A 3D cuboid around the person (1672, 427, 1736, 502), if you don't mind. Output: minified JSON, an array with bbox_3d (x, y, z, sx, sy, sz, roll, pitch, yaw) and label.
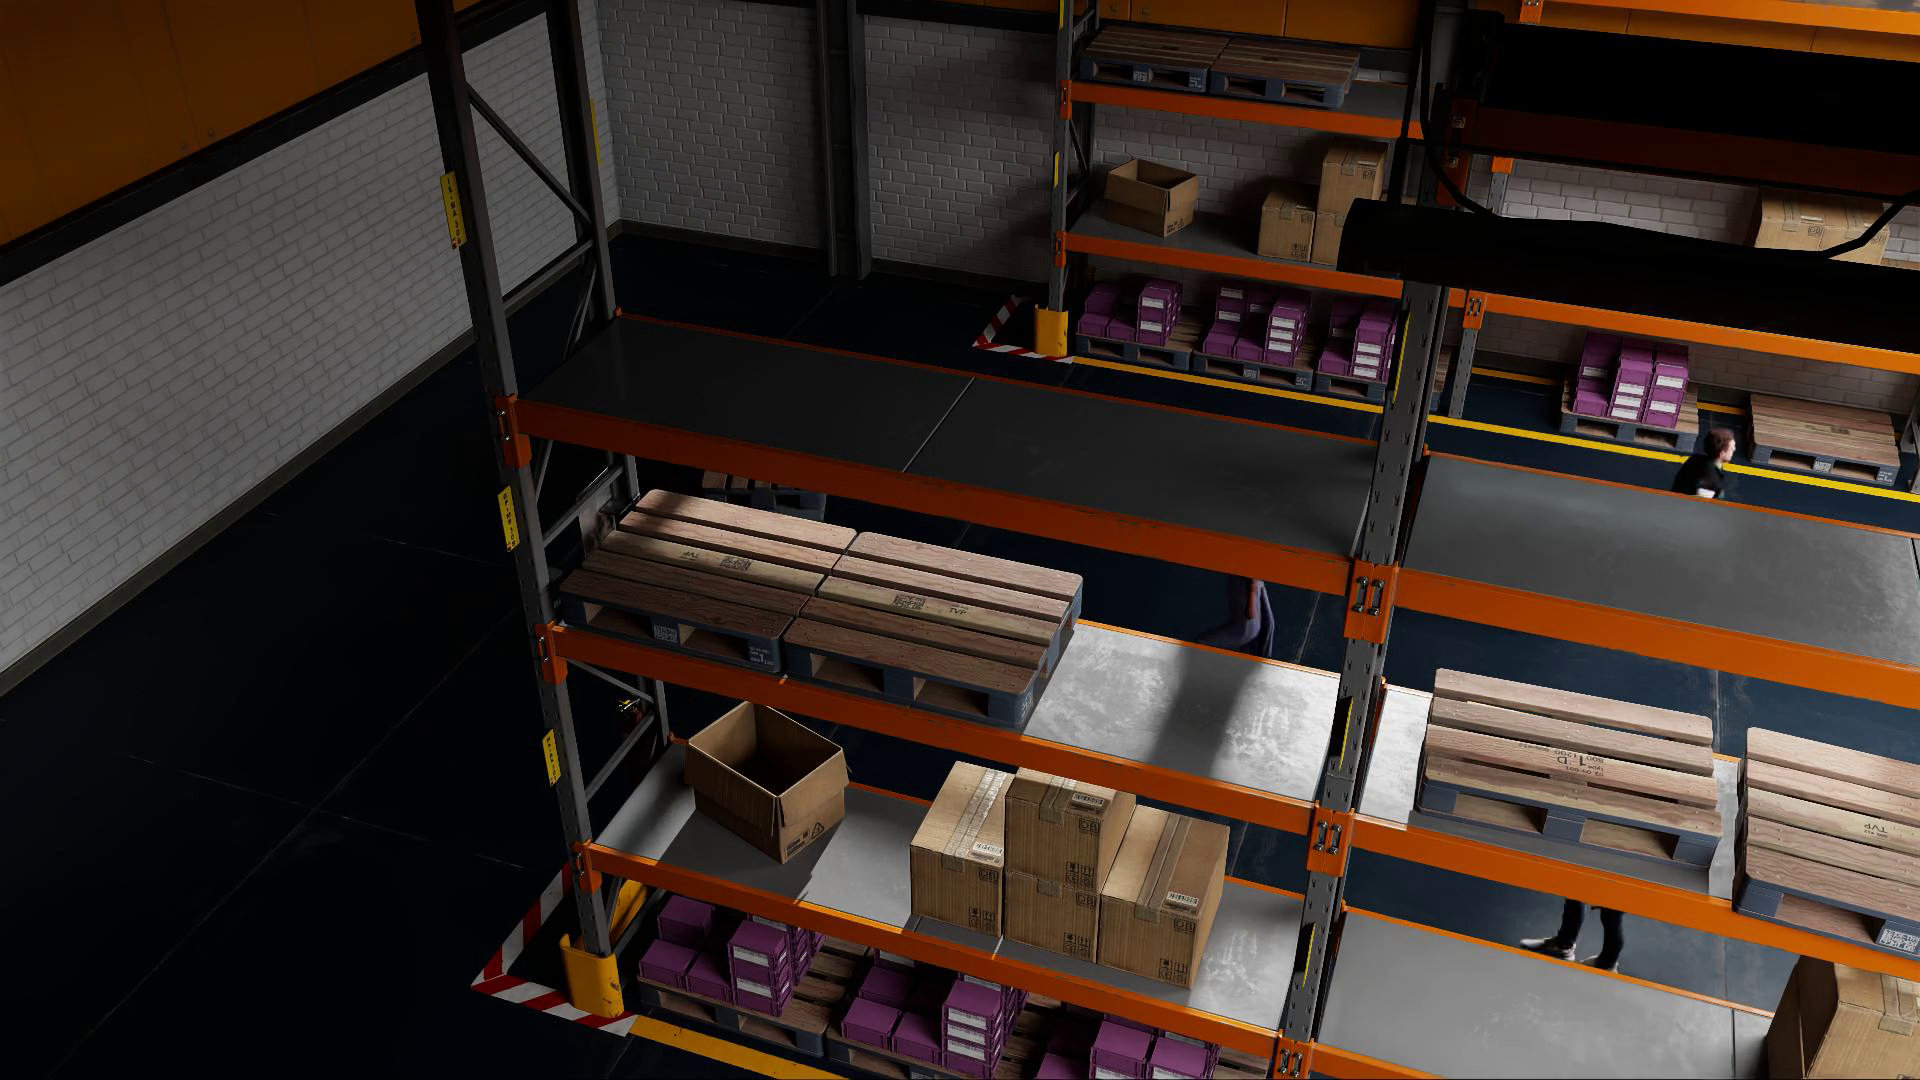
[{"bbox_3d":[5.380,-0.026,12.495,1.203,1.795,0.881,2,34,2],"label":"person"}]
